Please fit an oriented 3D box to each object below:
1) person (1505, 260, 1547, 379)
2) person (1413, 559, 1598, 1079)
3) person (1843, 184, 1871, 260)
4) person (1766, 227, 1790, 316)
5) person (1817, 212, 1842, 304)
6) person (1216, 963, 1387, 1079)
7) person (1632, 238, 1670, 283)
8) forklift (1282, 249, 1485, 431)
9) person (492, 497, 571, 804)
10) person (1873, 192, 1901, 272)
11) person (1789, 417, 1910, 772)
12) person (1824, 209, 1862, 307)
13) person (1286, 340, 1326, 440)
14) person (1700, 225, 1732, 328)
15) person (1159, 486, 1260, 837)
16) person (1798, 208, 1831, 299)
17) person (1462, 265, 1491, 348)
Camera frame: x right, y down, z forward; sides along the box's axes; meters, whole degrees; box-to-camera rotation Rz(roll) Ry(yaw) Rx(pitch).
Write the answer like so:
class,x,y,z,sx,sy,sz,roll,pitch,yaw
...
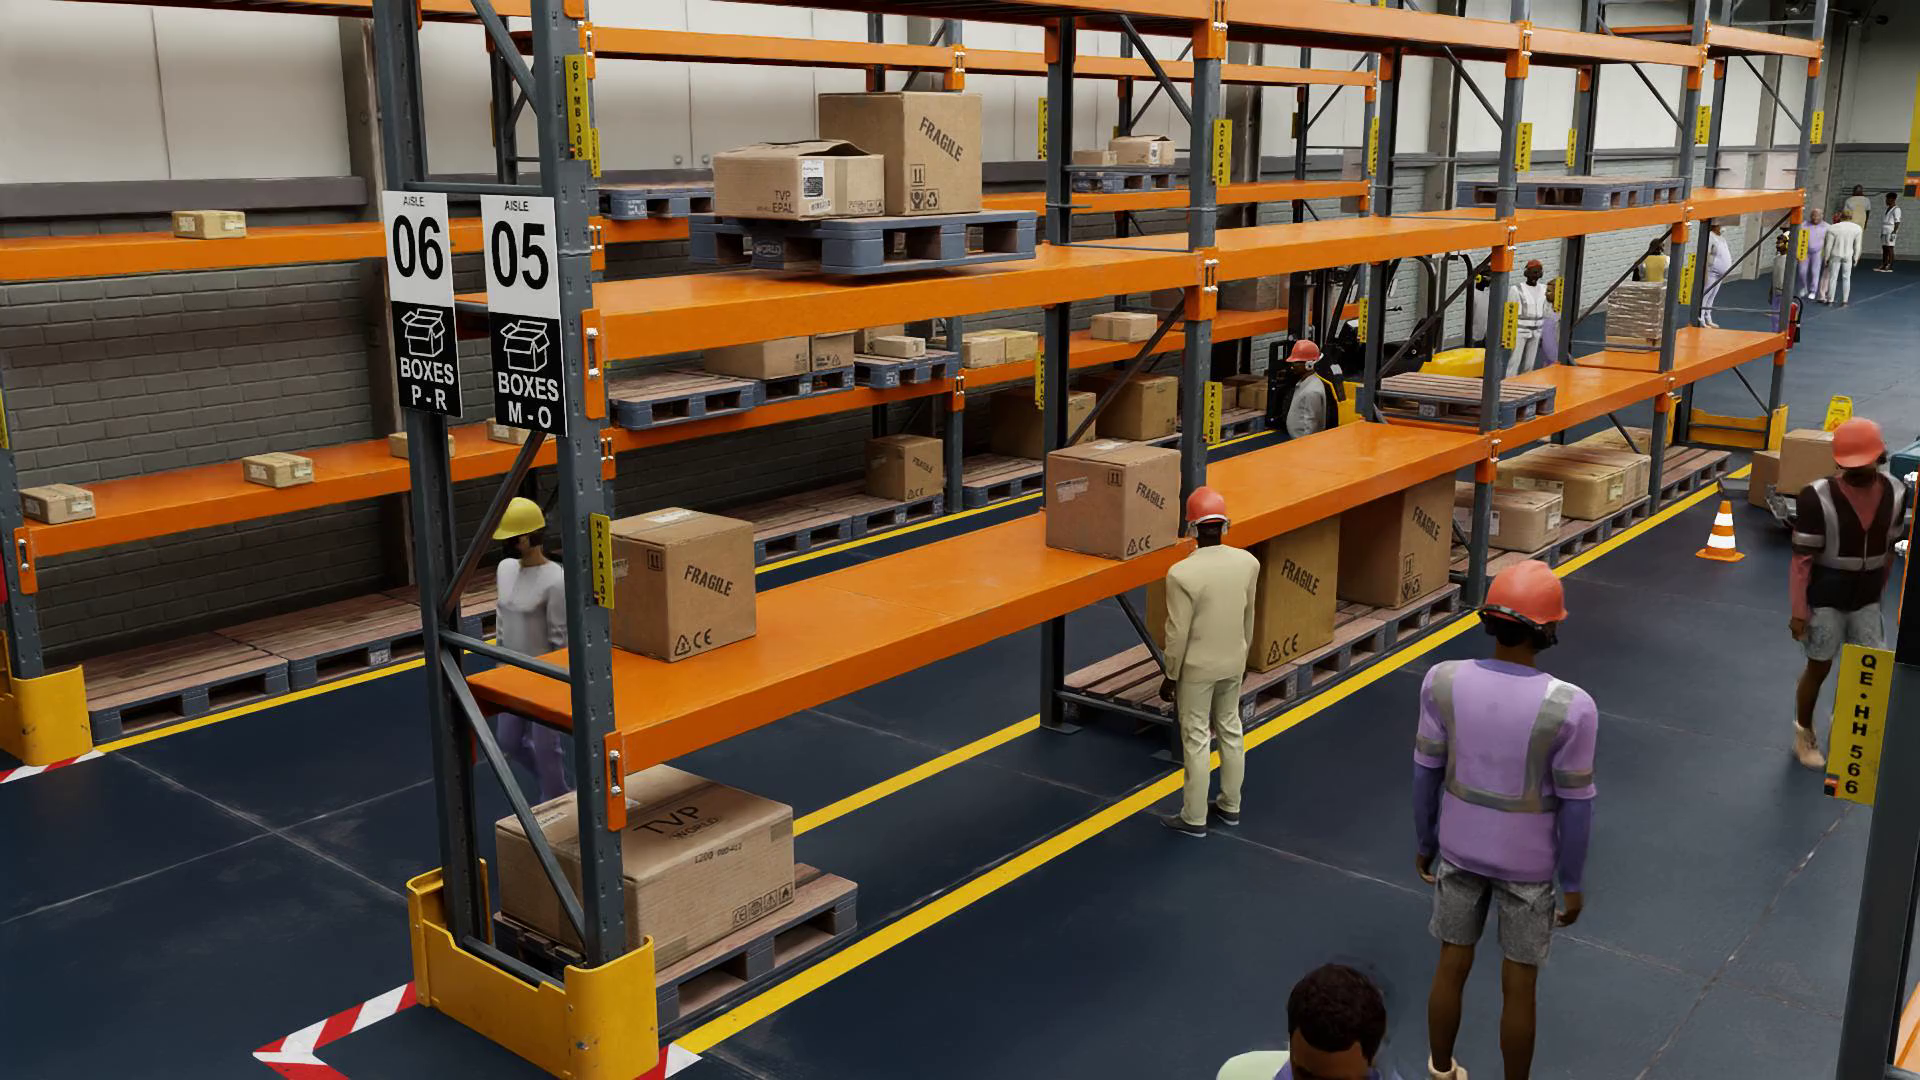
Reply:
class,x,y,z,sx,sy,sz,roll,pitch,yaw
person,7.097,-2.561,20.828,0.574,1.880,0.358,-5,15,-21
person,1.861,1.065,5.729,0.610,2.043,0.397,11,18,38
person,24.410,-8.682,45.417,0.674,2.000,0.535,3,14,10
person,15.552,-5.175,31.461,0.345,1.883,0.584,10,17,35
person,17.709,-5.729,33.803,0.571,1.840,0.373,-12,18,-39
person,0.771,1.713,3.479,0.944,1.861,0.591,-11,18,-38
person,10.664,-3.724,25.642,0.633,1.843,0.429,4,14,17
forklift,4.886,-2.214,18.767,2.313,2.155,1.214,11,18,38
person,-2.049,0.648,8.024,0.529,1.760,0.405,11,17,37
person,23.178,-7.682,41.506,0.366,1.959,0.614,1,14,3
person,4.705,0.309,8.899,0.626,1.994,0.593,0,14,-1
person,17.610,-5.637,33.230,0.635,1.937,0.353,4,14,17
person,2.884,-0.814,13.997,0.353,1.744,0.564,1,14,4
person,13.310,-4.735,29.347,0.535,2.000,0.688,13,19,42
person,1.207,0.599,8.228,0.564,1.748,0.339,-9,16,-32
person,17.764,-5.965,34.688,0.711,1.881,0.450,9,17,34
person,6.361,-2.461,20.477,0.329,1.861,0.503,10,17,35
